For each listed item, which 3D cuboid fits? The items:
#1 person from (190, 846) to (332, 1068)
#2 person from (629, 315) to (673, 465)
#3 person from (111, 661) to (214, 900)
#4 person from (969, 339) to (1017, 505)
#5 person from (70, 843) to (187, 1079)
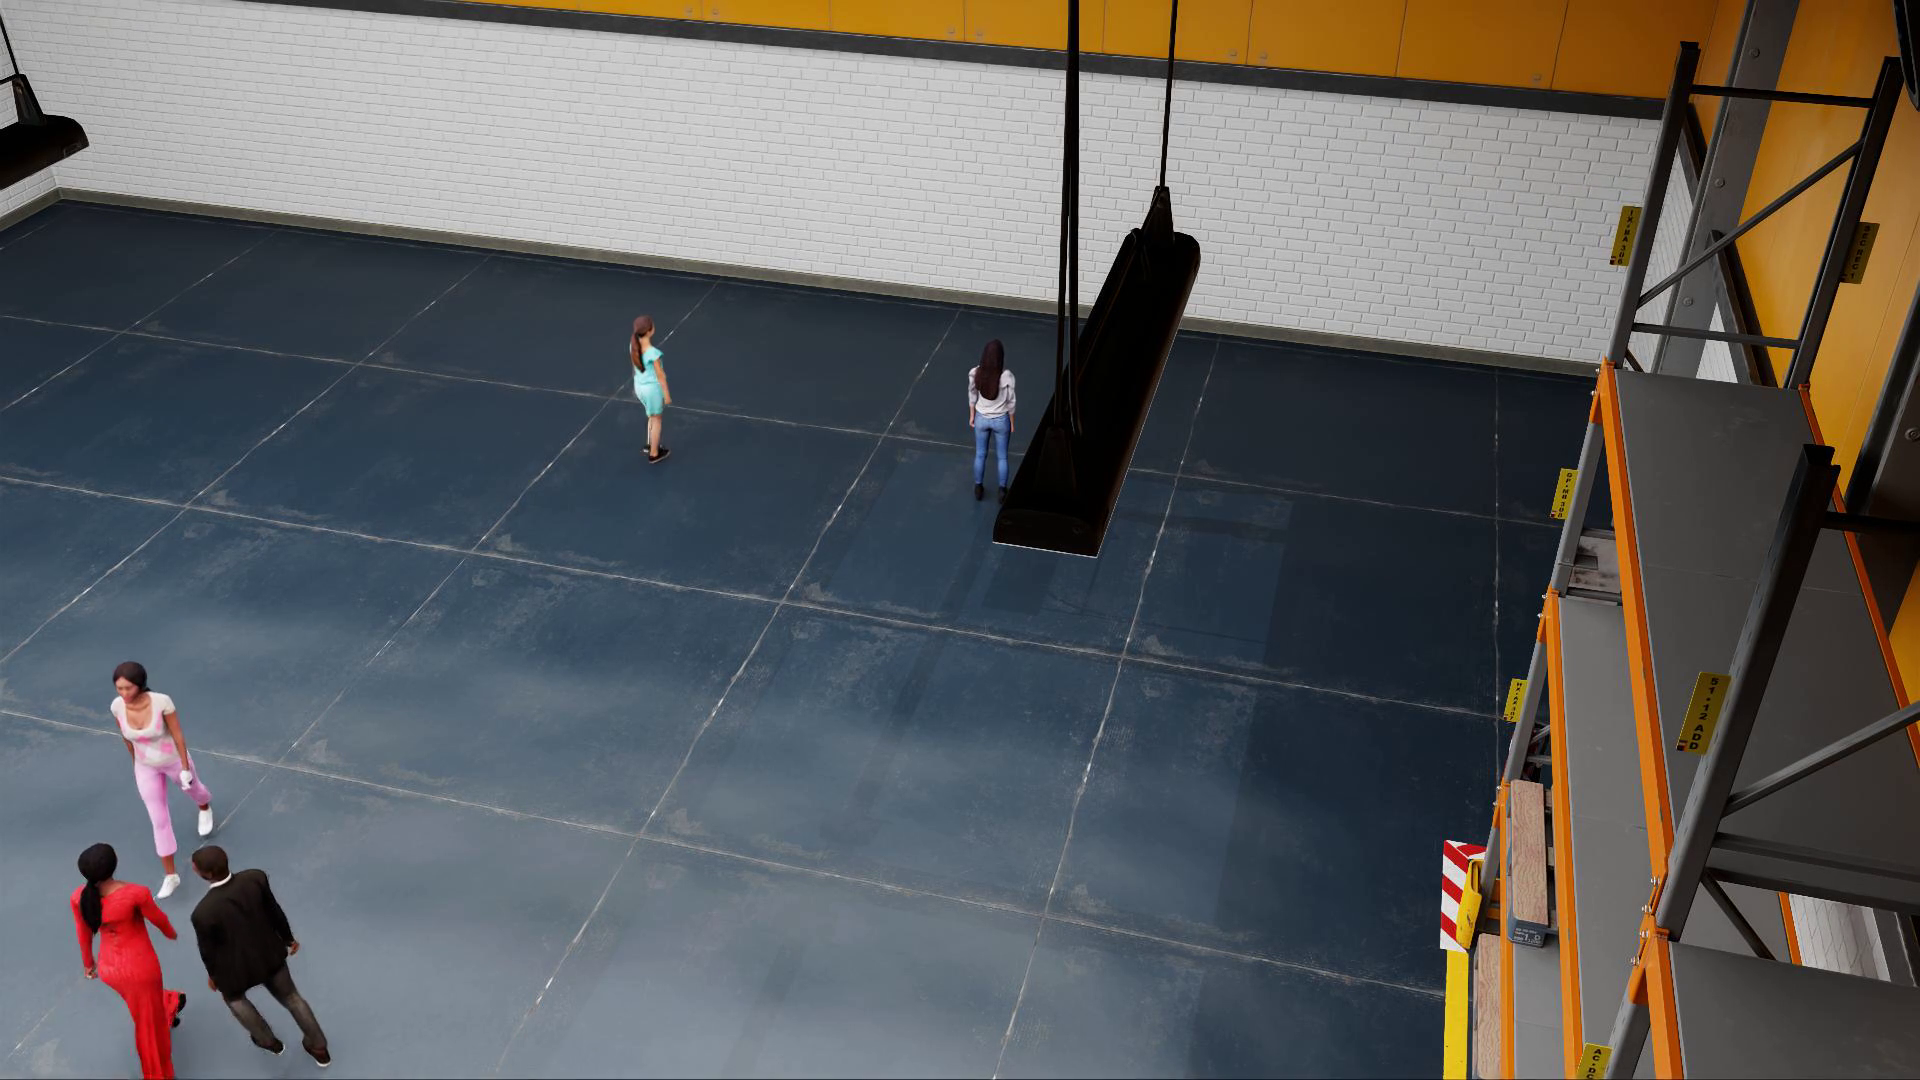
[{"bbox_3d":[-4.164,2.539,9.828,0.877,1.776,0.828,24,41,32],"label":"person"},{"bbox_3d":[-3.034,-1.423,15.995,0.643,1.548,0.683,24,41,32],"label":"person"},{"bbox_3d":[-5.451,1.506,11.463,0.906,1.688,1.233,-6,34,-8],"label":"person"},{"bbox_3d":[0.300,-1.097,15.432,0.600,1.629,0.518,7,34,10],"label":"person"},{"bbox_3d":[-4.914,2.589,9.775,0.803,1.752,1.111,1,34,1],"label":"person"}]
